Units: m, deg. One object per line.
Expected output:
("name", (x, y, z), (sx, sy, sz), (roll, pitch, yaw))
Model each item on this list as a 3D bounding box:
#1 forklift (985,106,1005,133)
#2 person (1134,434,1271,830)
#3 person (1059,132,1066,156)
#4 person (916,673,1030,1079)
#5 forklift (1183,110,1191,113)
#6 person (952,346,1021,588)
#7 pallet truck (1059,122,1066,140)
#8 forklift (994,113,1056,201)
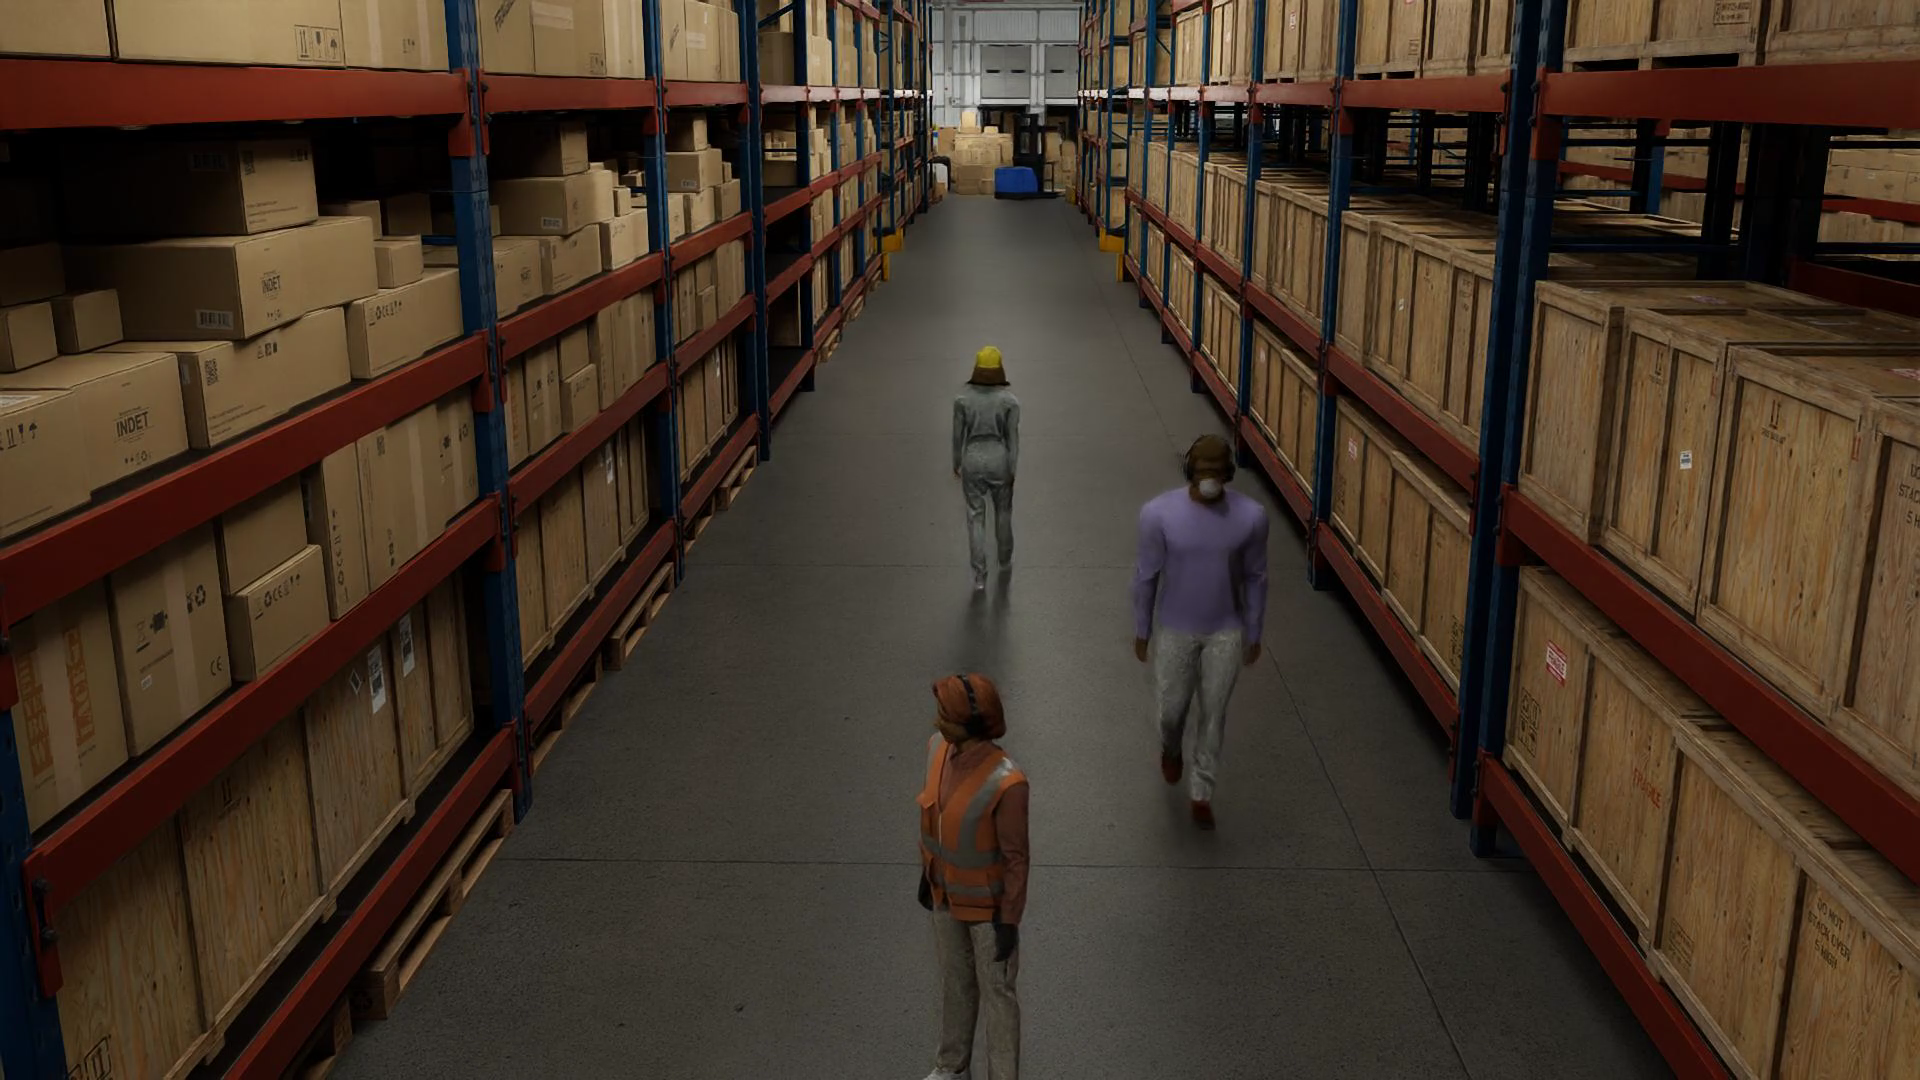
("forklift", (1.774, -20.571, 84.329), (1.129, 2.768, 1.873), (-7, 17, -24))
("person", (1.159, 0.419, 8.042), (0.648, 1.926, 0.561), (0, 15, -1))
("person", (4.360, -16.150, 69.737), (0.969, 1.892, 0.651), (3, 15, 12))
("person", (0.038, 1.217, 5.619), (0.312, 1.638, 0.512), (-11, 19, -36))
("forklift", (8.725, -15.691, 66.172), (1.129, 2.768, 1.873), (-14, 21, -42))
("person", (0.193, -0.552, 12.074), (0.501, 1.709, 0.823), (1, 15, 4))
("pallet truck", (5.788, -21.111, 88.014), (1.885, 1.965, 0.823), (5, 16, 18))
("forklift", (2.127, -12.603, 54.683), (1.873, 2.768, 1.129), (-14, 20, -42))
